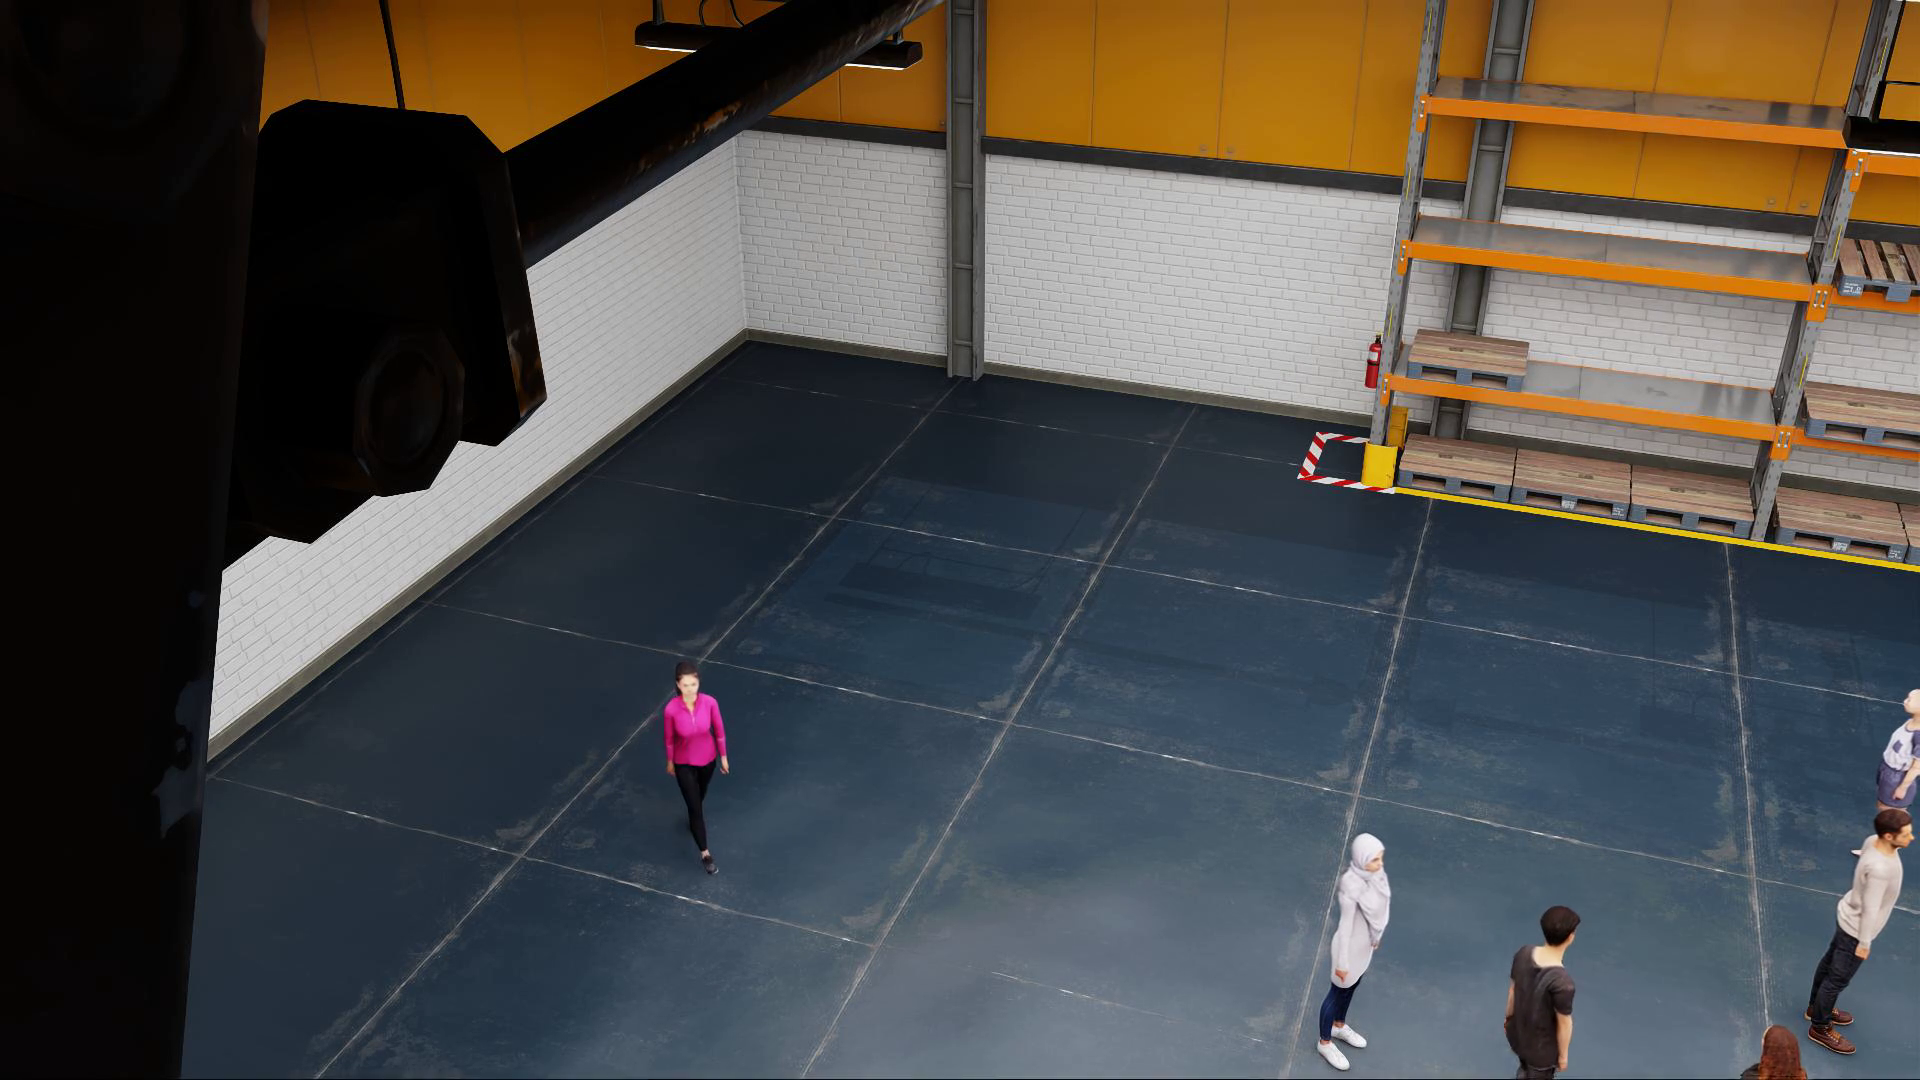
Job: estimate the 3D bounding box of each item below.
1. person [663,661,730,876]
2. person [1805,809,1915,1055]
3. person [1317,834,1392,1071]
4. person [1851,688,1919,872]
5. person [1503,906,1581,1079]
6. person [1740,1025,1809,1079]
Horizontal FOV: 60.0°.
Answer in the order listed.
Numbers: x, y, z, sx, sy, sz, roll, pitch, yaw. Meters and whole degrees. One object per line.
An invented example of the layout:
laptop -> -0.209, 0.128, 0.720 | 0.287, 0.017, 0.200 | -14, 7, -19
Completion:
person -> -2.034, 1.637, 12.700 | 1.089, 1.655, 1.128 | -11, 31, -20
person -> 5.876, 2.507, 10.884 | 0.571, 1.866, 0.676 | 12, 31, 21
person -> 2.547, 2.625, 10.763 | 0.660, 1.775, 0.687 | 23, 36, 36
person -> 7.010, 1.804, 12.399 | 0.503, 1.649, 0.593 | 11, 30, 19
person -> 3.450, 3.023, 10.131 | 1.059, 1.681, 0.967 | -7, 29, -12
person -> 4.664, 3.440, 9.582 | 0.702, 1.475, 0.777 | -6, 29, -11
